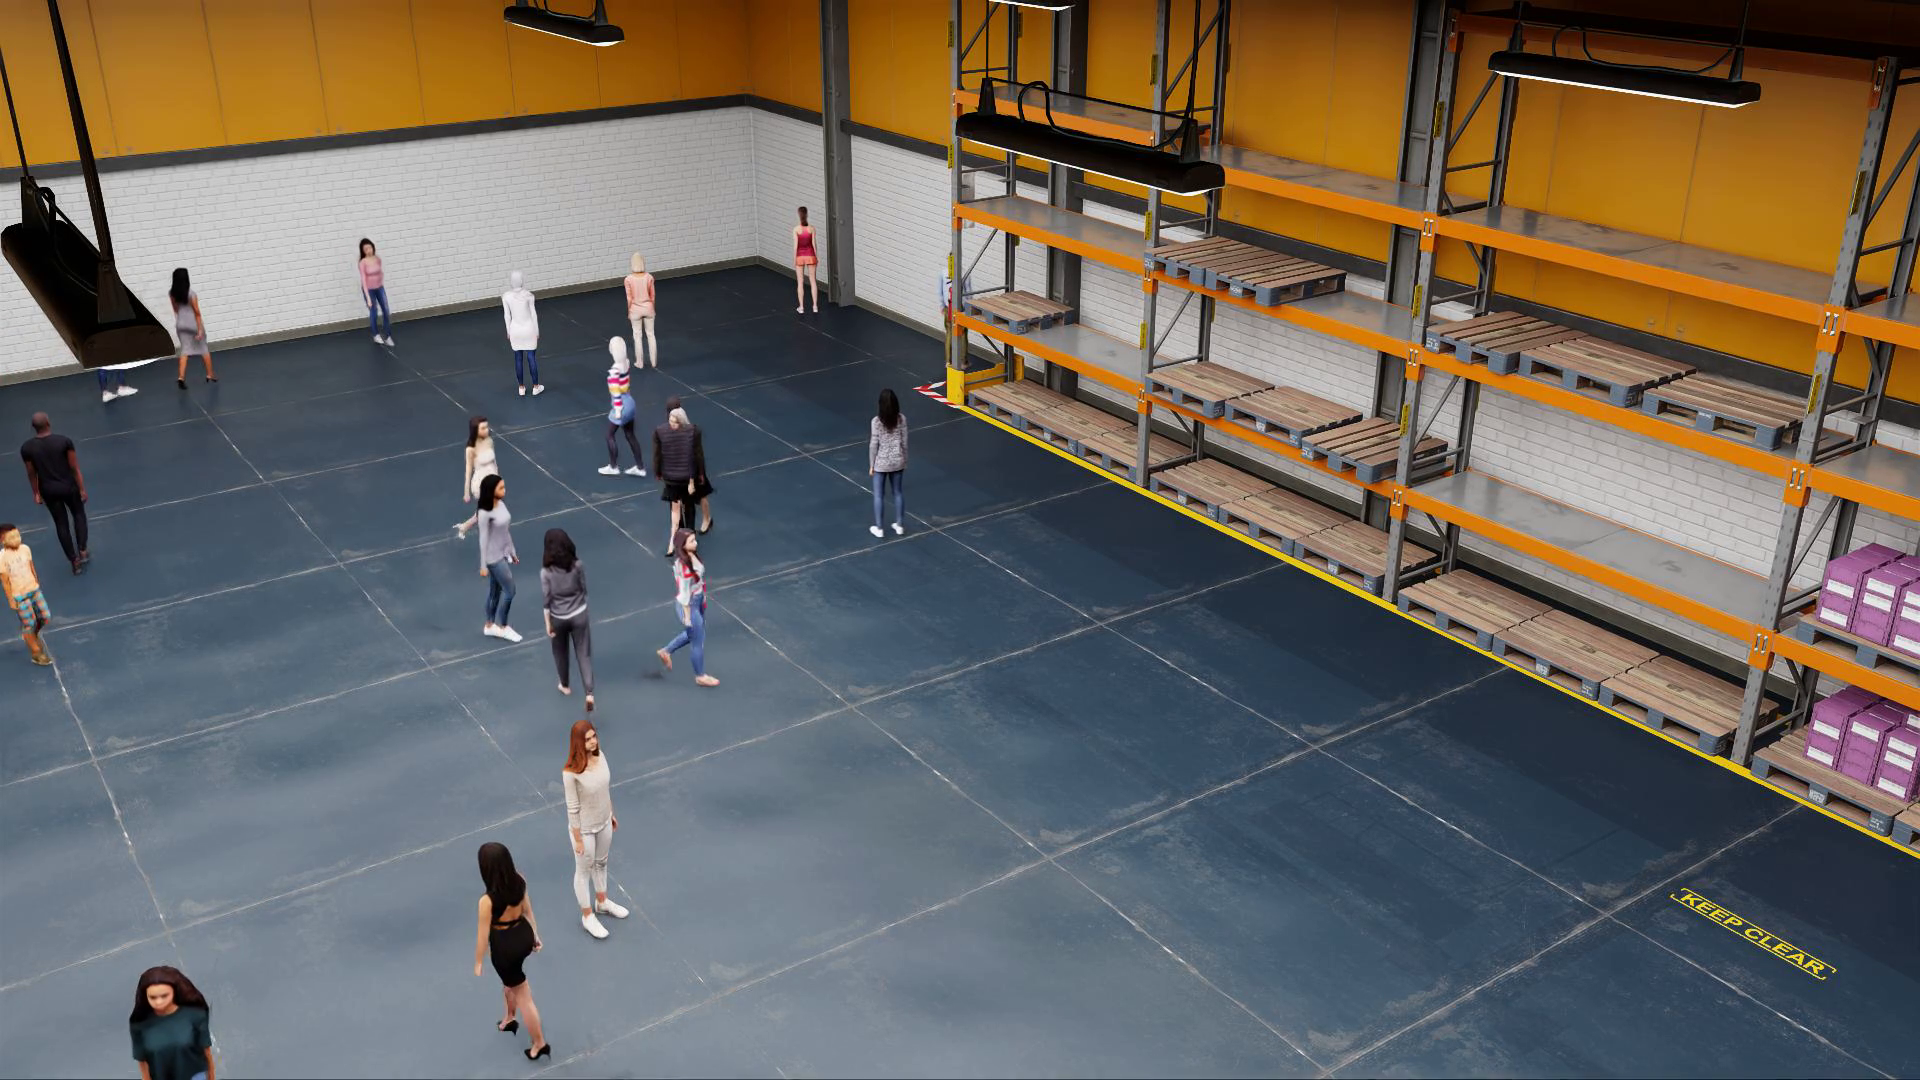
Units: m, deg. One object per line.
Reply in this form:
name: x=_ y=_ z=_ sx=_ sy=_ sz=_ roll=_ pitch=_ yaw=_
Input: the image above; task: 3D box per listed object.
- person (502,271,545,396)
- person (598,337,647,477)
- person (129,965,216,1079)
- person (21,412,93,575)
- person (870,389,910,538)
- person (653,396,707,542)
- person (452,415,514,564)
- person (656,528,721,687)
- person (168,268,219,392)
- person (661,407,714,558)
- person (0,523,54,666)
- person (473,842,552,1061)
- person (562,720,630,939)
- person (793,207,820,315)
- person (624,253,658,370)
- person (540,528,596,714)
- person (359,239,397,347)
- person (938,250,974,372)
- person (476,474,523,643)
person: x=-6.180 y=-2.924 z=23.500 sx=0.689 sy=1.777 sz=0.702 roll=-1 pitch=24 yaw=-2
person: x=-4.083 y=-1.620 z=20.505 sx=0.990 sy=1.787 sz=0.923 roll=5 pitch=24 yaw=12
person: x=-4.591 y=3.150 z=9.835 sx=0.825 sy=1.593 sz=1.079 roll=-6 pitch=24 yaw=-13
person: x=-9.680 y=-0.479 z=17.871 sx=0.767 sy=1.805 sz=0.771 roll=-9 pitch=25 yaw=-20
person: x=-0.809 y=-0.877 z=18.876 sx=0.656 sy=1.730 sz=0.590 roll=-10 pitch=26 yaw=-22
person: x=-3.080 y=-0.664 z=18.276 sx=0.828 sy=1.819 sz=0.848 roll=-5 pitch=24 yaw=-11
person: x=-5.270 y=-0.558 z=18.182 sx=1.126 sy=1.702 sz=0.939 roll=9 pitch=25 yaw=21
person: x=-2.597 y=0.624 z=15.602 sx=0.956 sy=1.602 sz=0.904 roll=3 pitch=24 yaw=8
person: x=-11.000 y=-2.977 z=23.640 sx=0.948 sy=1.761 sz=1.051 roll=2 pitch=24 yaw=5
person: x=-3.006 y=-0.691 z=18.526 sx=1.231 sy=1.670 sz=1.036 roll=14 pitch=27 yaw=29
person: x=-9.086 y=0.510 z=16.050 sx=0.772 sy=1.452 sz=0.691 roll=10 pitch=25 yaw=21
person: x=-2.836 y=2.709 z=10.799 sx=0.891 sy=1.628 sz=0.781 roll=12 pitch=27 yaw=26
person: x=-2.709 y=2.071 z=12.153 sx=0.695 sy=1.713 sz=0.680 roll=12 pitch=26 yaw=25
person: x=-2.550 y=-4.625 z=27.426 sx=0.642 sy=1.748 sz=0.648 roll=-5 pitch=24 yaw=-12
person: x=-4.720 y=-3.404 z=24.662 sx=0.641 sy=1.726 sz=0.586 roll=-10 pitch=25 yaw=-21
person: x=-3.527 y=0.765 z=15.125 sx=0.747 sy=1.725 sz=1.121 roll=-9 pitch=25 yaw=-20
person: x=-9.056 y=-3.831 z=25.667 sx=0.867 sy=1.703 sz=0.710 roll=15 pitch=28 yaw=31
person: x=-0.053 y=-3.419 z=24.591 sx=0.711 sy=1.810 sz=0.823 roll=9 pitch=25 yaw=19
person: x=-4.694 y=0.174 z=16.490 sx=0.858 sy=1.716 sz=0.796 roll=5 pitch=24 yaw=10
